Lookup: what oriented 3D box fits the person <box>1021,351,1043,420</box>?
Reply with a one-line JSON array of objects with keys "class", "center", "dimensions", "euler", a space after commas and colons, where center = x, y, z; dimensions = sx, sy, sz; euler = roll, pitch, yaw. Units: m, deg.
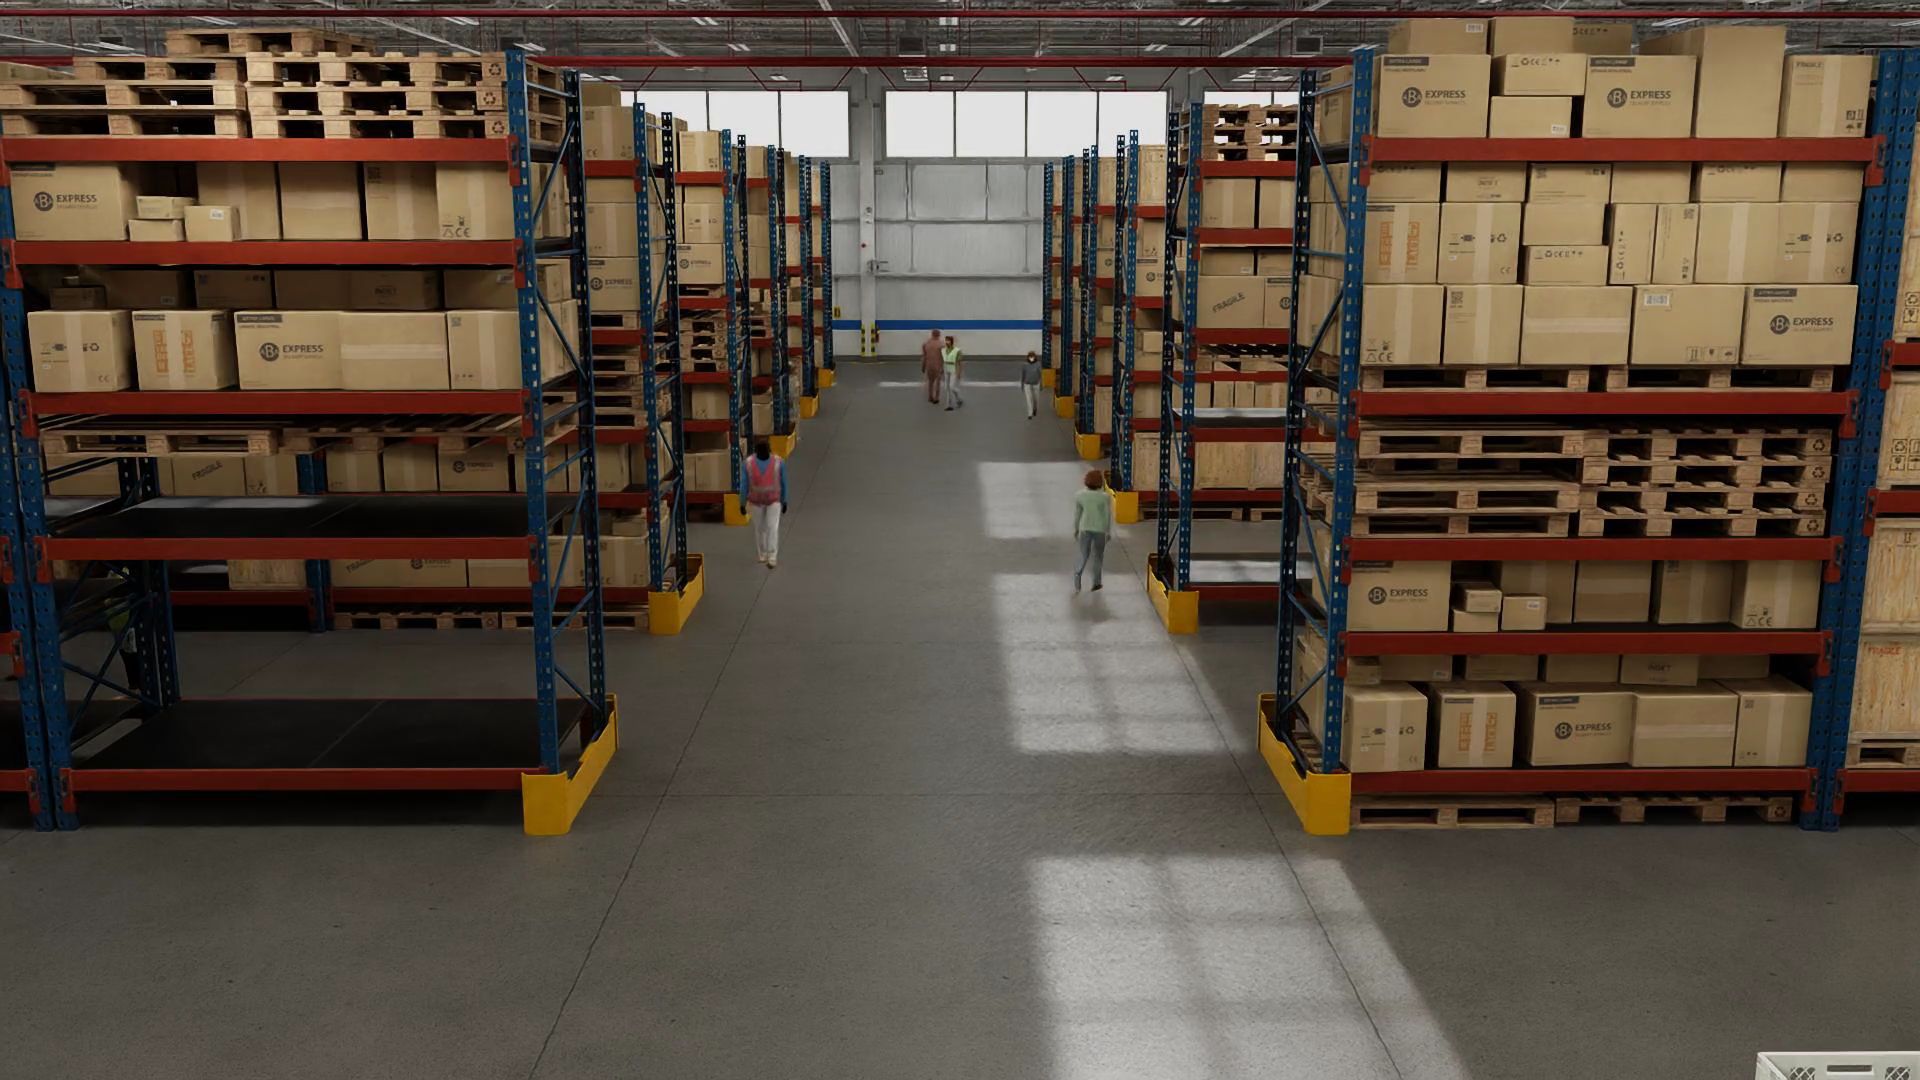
[{"class": "person", "center": [1.670, -3.618, 38.791], "dimensions": [0.504, 1.615, 0.564], "euler": [0, 11, 0]}]

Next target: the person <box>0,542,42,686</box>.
[{"class": "person", "center": [-9.818, 0.565, 17.328], "dimensions": [0.403, 1.906, 0.651], "euler": [-9, 15, -39]}]

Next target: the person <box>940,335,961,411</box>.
[{"class": "person", "center": [-0.233, -4.044, 40.348], "dimensions": [0.578, 1.835, 0.443], "euler": [9, 15, 39]}]

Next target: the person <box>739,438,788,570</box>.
[{"class": "person", "center": [-2.716, -0.509, 22.946], "dimensions": [0.657, 1.790, 0.965], "euler": [0, 11, -1]}]

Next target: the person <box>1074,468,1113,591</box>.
[{"class": "person", "center": [1.699, -0.113, 21.407], "dimensions": [0.504, 1.620, 0.477], "euler": [5, 13, 25]}]

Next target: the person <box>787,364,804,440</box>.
[{"class": "person", "center": [-3.593, -2.935, 35.393], "dimensions": [0.513, 1.625, 0.523], "euler": [3, 12, 14]}]

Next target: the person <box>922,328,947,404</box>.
[{"class": "person", "center": [-0.577, -4.399, 41.977], "dimensions": [0.685, 1.881, 0.762], "euler": [3, 12, 16]}]

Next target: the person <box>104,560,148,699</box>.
[{"class": "person", "center": [-8.297, 0.836, 16.503], "dimensions": [0.317, 1.695, 0.540], "euler": [-11, 16, -43]}]
